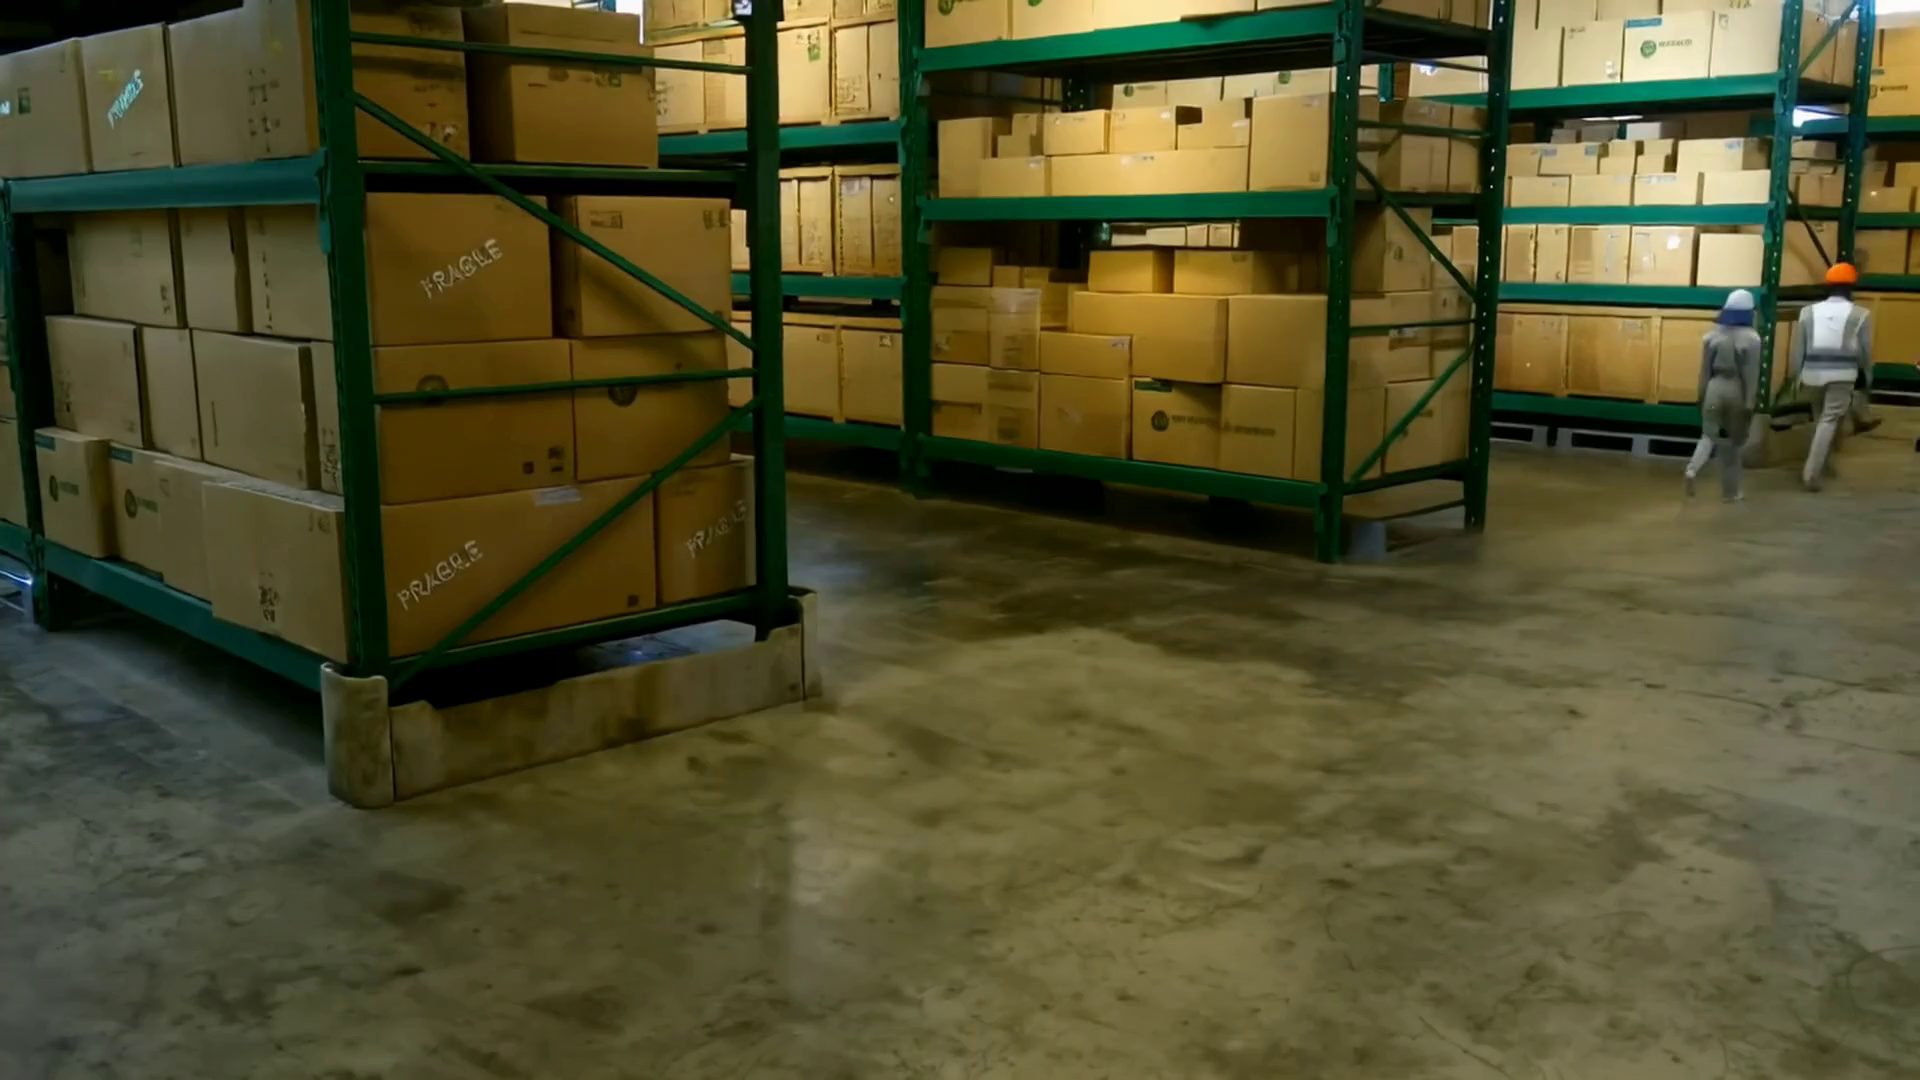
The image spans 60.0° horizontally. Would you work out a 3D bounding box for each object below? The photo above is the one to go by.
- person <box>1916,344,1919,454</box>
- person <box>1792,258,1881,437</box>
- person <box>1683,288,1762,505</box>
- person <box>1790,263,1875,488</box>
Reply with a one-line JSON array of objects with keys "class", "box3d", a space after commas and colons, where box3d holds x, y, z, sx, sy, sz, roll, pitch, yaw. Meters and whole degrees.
[{"class": "person", "box3d": [9.613, -1.699, 16.189, 0.557, 1.759, 0.364, 0, 10, -2]}, {"class": "person", "box3d": [9.277, -2.023, 17.552, 0.572, 1.894, 0.962, -6, 12, -31]}, {"class": "person", "box3d": [5.989, -1.106, 13.041, 0.662, 1.719, 0.492, -9, 14, -41]}, {"class": "person", "box3d": [7.417, -1.398, 14.166, 1.019, 1.902, 0.623, -9, 14, -41]}]
